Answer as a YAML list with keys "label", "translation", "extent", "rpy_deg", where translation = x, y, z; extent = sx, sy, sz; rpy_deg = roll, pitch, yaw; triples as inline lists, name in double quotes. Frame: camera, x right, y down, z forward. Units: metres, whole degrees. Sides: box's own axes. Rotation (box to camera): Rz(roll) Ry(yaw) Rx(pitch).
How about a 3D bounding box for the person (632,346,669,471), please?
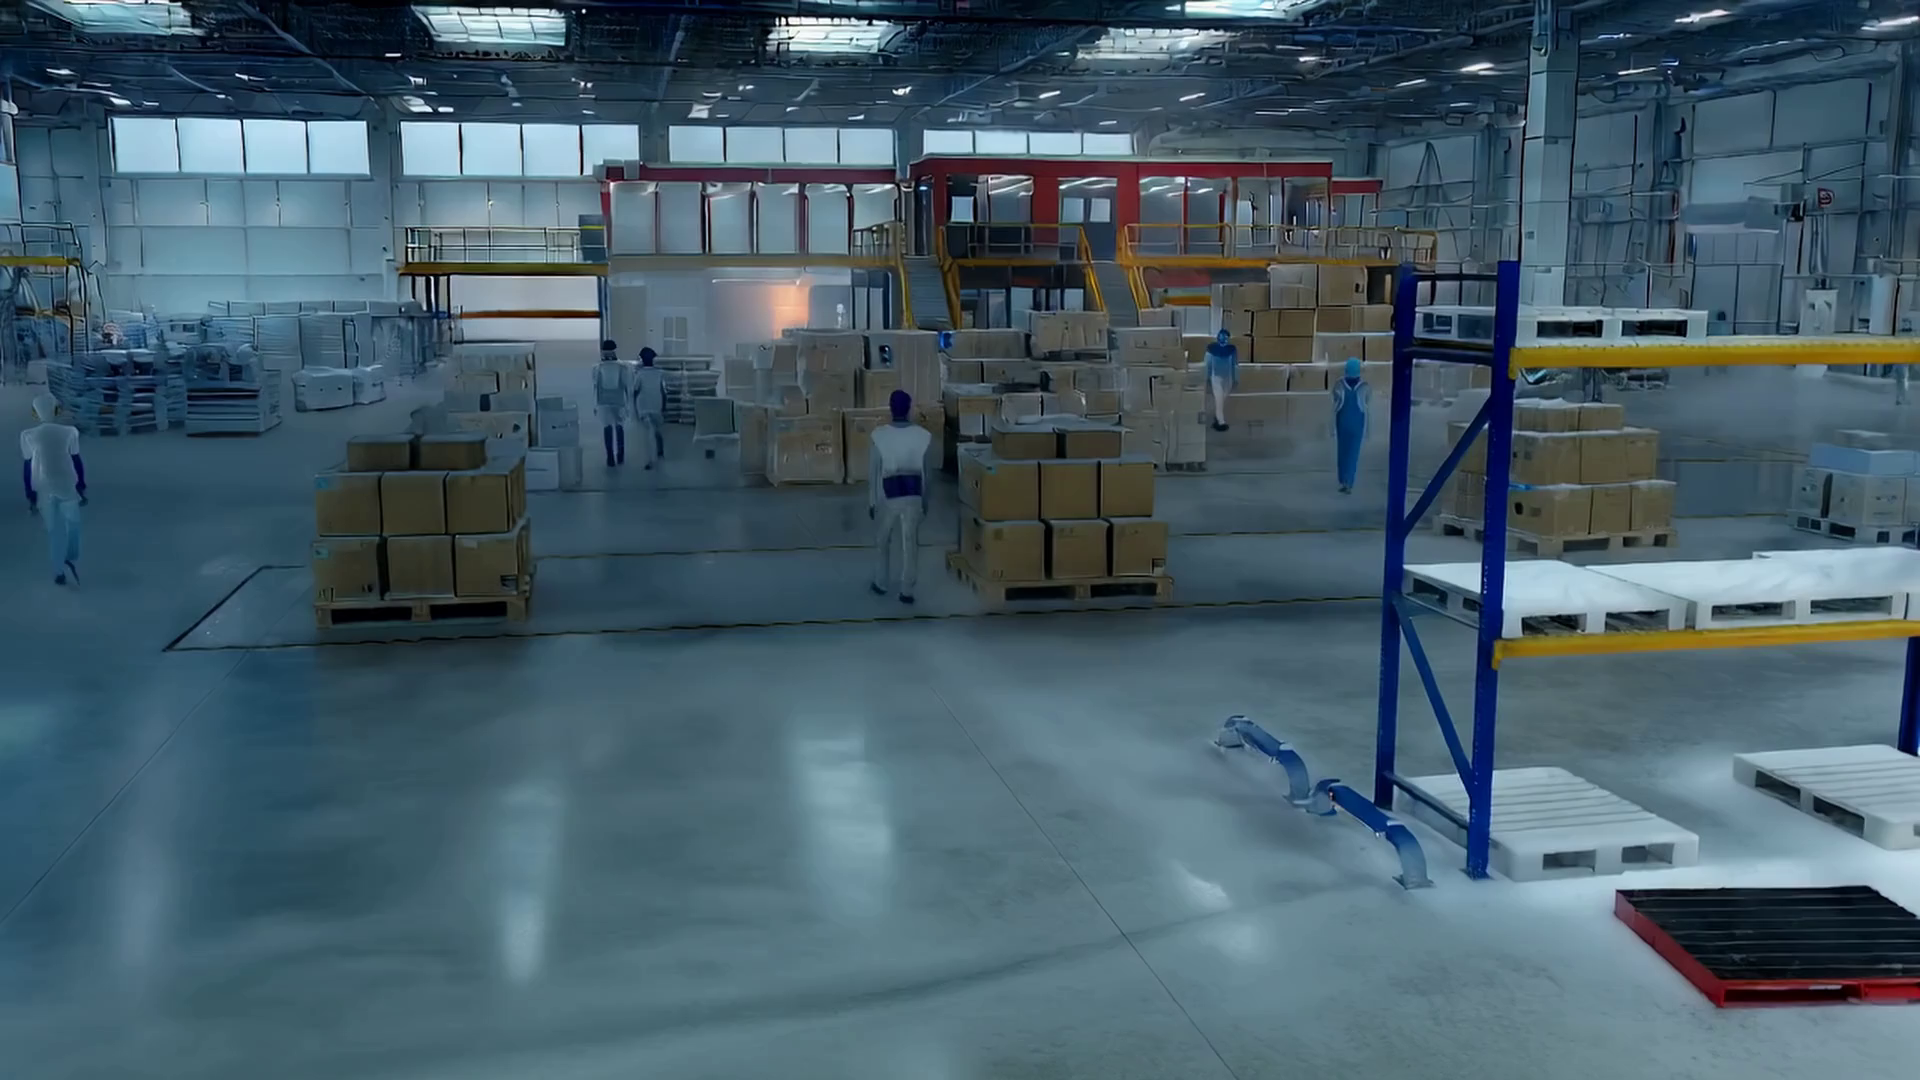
- label: "person"
  translation: [-4.529, -1.908, 24.374]
  extent: [0.540, 1.854, 0.587]
  rpy_deg: [-4, 10, -22]

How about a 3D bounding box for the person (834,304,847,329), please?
- label: "person"
  translation: [-3.598, -6.277, 50.933]
  extent: [0.477, 1.868, 0.627]
  rpy_deg: [-5, 11, -28]

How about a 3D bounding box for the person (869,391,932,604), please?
- label: "person"
  translation: [-0.572, -0.397, 15.045]
  extent: [0.636, 1.885, 0.846]
  rpy_deg: [-3, 10, -19]

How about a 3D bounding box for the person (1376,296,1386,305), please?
- label: "person"
  translation: [14.559, -7.451, 57.731]
  extent: [0.381, 1.994, 0.614]
  rpy_deg: [2, 10, 11]

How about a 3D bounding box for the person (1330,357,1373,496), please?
- label: "person"
  translation: [5.217, -1.518, 22.126]
  extent: [0.530, 1.806, 0.878]
  rpy_deg: [3, 10, 17]

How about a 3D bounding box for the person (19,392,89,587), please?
- label: "person"
  translation: [-8.413, -0.449, 15.481]
  extent: [0.534, 1.854, 0.652]
  rpy_deg: [-4, 10, -25]

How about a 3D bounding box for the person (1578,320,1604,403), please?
- label: "person"
  translation: [12.847, -3.504, 33.845]
  extent: [0.605, 1.938, 0.412]
  rpy_deg: [-3, 10, -20]

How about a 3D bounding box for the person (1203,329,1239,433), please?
- label: "person"
  translation: [4.806, -2.919, 30.483]
  extent: [0.639, 1.877, 1.051]
  rpy_deg: [-3, 10, -16]

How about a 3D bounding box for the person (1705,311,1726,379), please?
- label: "person"
  translation: [20.413, -5.235, 44.770]
  extent: [0.647, 1.824, 0.604]
  rpy_deg: [-9, 13, -42]

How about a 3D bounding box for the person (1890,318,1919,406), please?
- label: "person"
  translation: [20.474, -3.849, 36.026]
  extent: [0.623, 1.909, 0.470]
  rpy_deg: [1, 9, 7]

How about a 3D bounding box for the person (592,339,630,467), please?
- label: "person"
  translation: [-5.262, -2.059, 25.086]
  extent: [0.542, 1.919, 0.504]
  rpy_deg: [-3, 10, -16]
